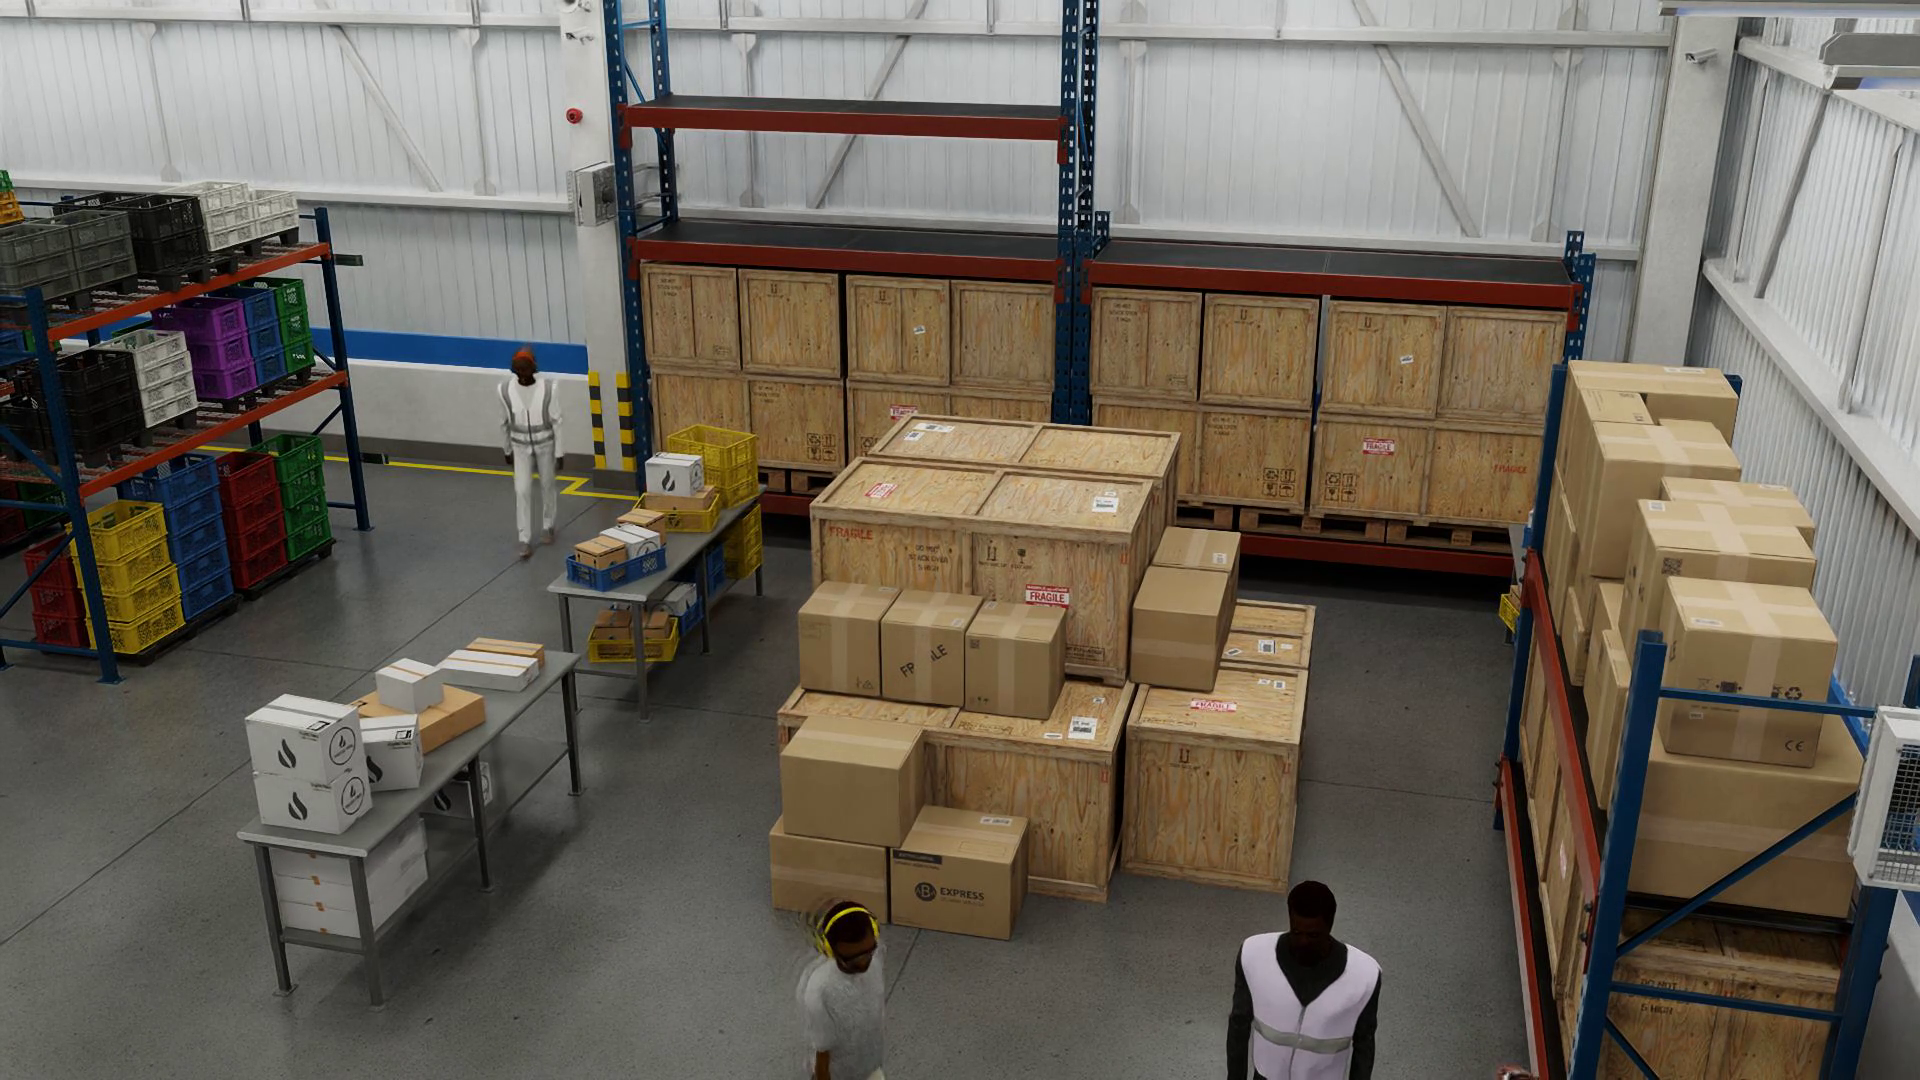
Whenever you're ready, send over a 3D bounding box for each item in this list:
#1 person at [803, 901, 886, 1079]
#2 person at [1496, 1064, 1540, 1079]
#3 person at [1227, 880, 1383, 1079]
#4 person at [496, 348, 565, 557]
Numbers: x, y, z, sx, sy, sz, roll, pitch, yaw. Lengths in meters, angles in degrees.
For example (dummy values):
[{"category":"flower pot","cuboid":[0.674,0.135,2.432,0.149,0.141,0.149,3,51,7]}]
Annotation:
[{"category":"person","cuboid":[-0.370,2.277,6.898,0.960,1.813,0.536,15,25,34]},{"category":"person","cuboid":[1.834,2.718,5.696,0.427,1.858,0.835,9,23,23]},{"category":"person","cuboid":[1.401,2.225,6.897,0.594,1.917,0.373,6,22,14]},{"category":"person","cuboid":[-3.810,-0.771,14.818,0.581,1.847,0.872,-3,21,-8]}]
